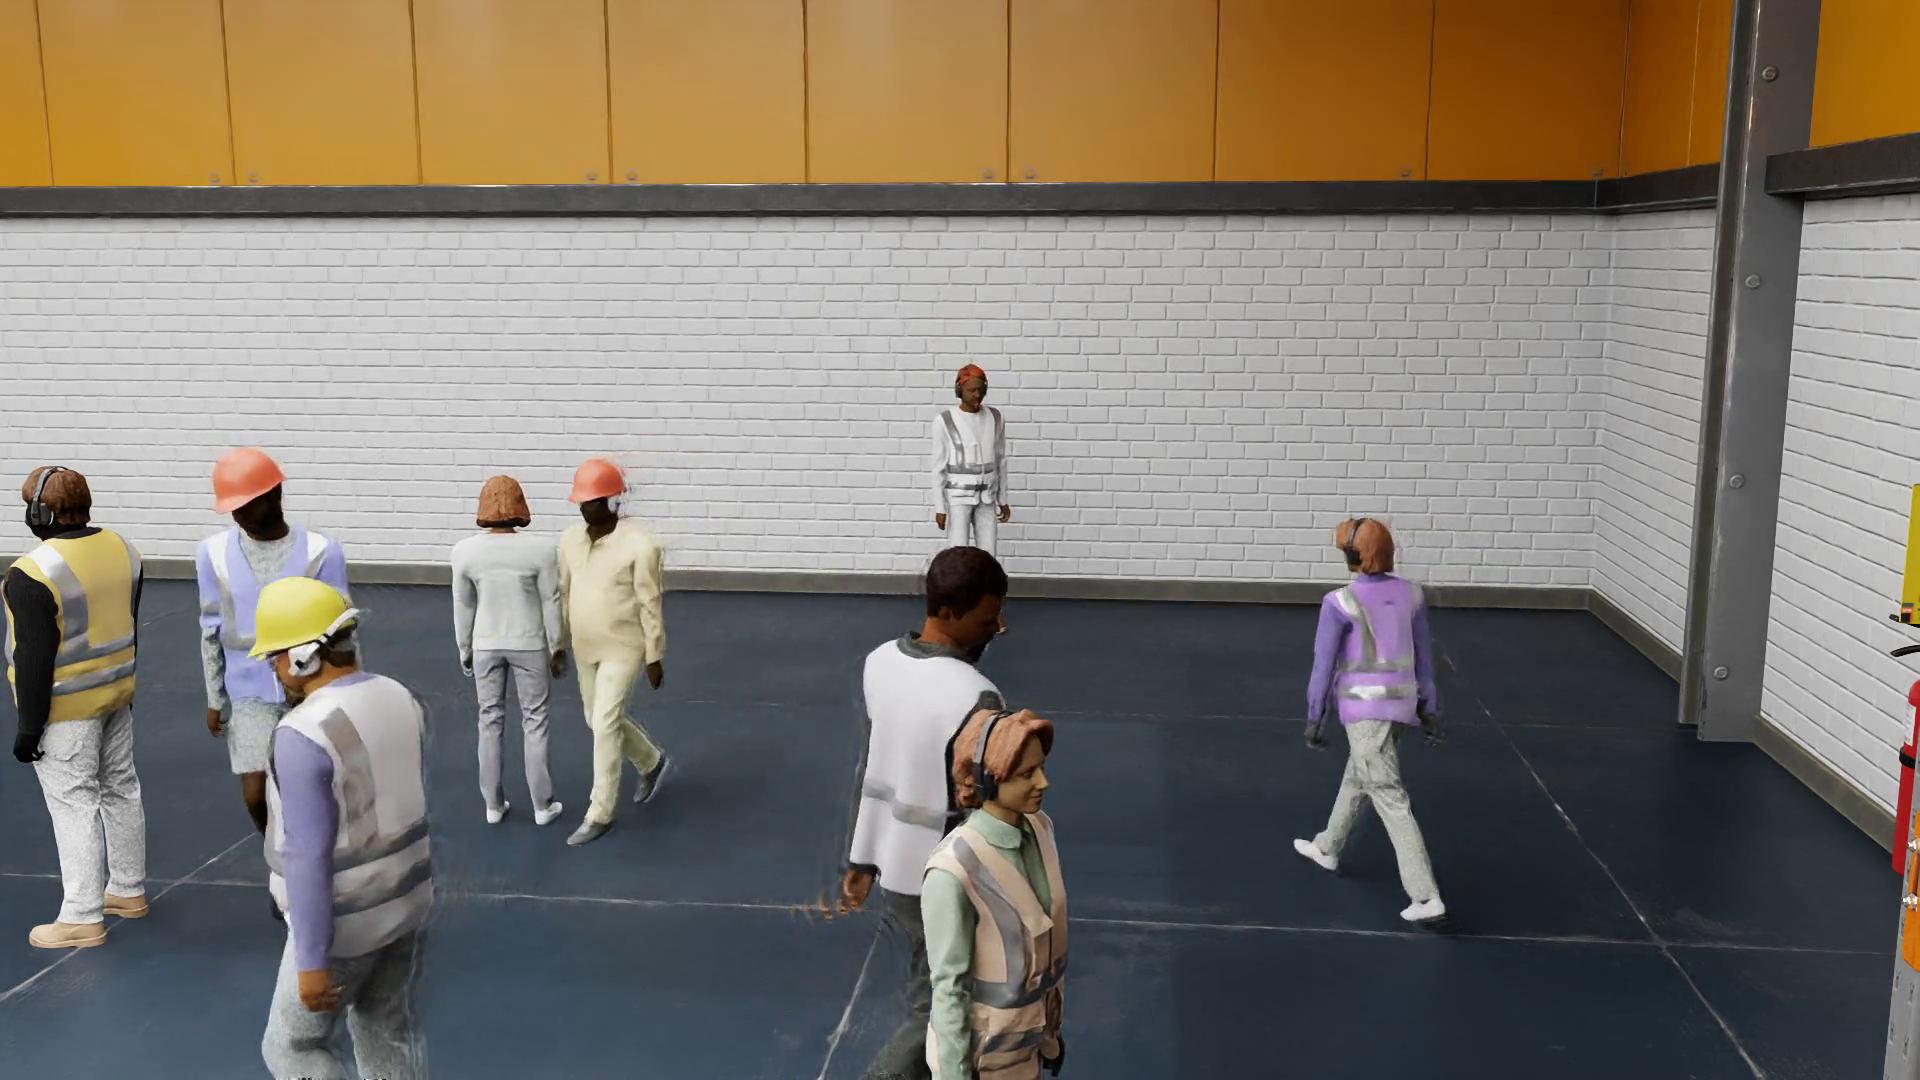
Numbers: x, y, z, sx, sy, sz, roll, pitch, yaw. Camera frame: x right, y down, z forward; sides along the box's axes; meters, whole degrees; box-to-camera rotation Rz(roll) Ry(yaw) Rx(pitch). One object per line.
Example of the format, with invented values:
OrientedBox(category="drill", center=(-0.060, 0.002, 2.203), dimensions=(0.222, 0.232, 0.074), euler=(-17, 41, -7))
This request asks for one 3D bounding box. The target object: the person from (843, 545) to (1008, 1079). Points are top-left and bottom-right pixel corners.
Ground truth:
OrientedBox(category="person", center=(-0.149, 0.936, 4.603), dimensions=(0.778, 1.862, 0.617), euler=(-6, 12, -31))

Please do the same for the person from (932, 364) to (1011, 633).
OrientedBox(category="person", center=(0.073, -0.268, 11.436), dimensions=(0.588, 1.871, 0.356), euler=(-6, 12, -31))

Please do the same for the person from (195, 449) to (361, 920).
OrientedBox(category="person", center=(-2.612, 0.592, 6.419), dimensions=(0.595, 1.903, 0.421), euler=(-3, 10, -14))

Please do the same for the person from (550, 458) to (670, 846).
OrientedBox(category="person", center=(-1.594, 0.465, 7.656), dimensions=(0.564, 1.726, 0.767), euler=(6, 12, 31))

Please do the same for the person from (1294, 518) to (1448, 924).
OrientedBox(category="person", center=(1.670, 0.706, 6.702), dimensions=(0.530, 1.583, 0.946), euler=(-6, 12, -31))

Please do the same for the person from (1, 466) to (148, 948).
OrientedBox(category="person", center=(-3.393, 0.631, 6.370), dimensions=(0.429, 1.844, 0.627), euler=(1, 10, 8))

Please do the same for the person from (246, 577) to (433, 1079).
OrientedBox(category="person", center=(-1.647, 0.992, 4.441), dimensions=(0.469, 1.794, 0.617), euler=(2, 10, 11))

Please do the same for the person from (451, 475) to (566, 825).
OrientedBox(category="person", center=(-2.077, 0.512, 7.675), dimensions=(0.502, 1.629, 0.286), euler=(0, 10, 2))

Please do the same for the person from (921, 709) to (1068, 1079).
OrientedBox(category="person", center=(0.083, 1.180, 3.797), dimensions=(0.310, 1.642, 0.514), euler=(5, 11, 27))
